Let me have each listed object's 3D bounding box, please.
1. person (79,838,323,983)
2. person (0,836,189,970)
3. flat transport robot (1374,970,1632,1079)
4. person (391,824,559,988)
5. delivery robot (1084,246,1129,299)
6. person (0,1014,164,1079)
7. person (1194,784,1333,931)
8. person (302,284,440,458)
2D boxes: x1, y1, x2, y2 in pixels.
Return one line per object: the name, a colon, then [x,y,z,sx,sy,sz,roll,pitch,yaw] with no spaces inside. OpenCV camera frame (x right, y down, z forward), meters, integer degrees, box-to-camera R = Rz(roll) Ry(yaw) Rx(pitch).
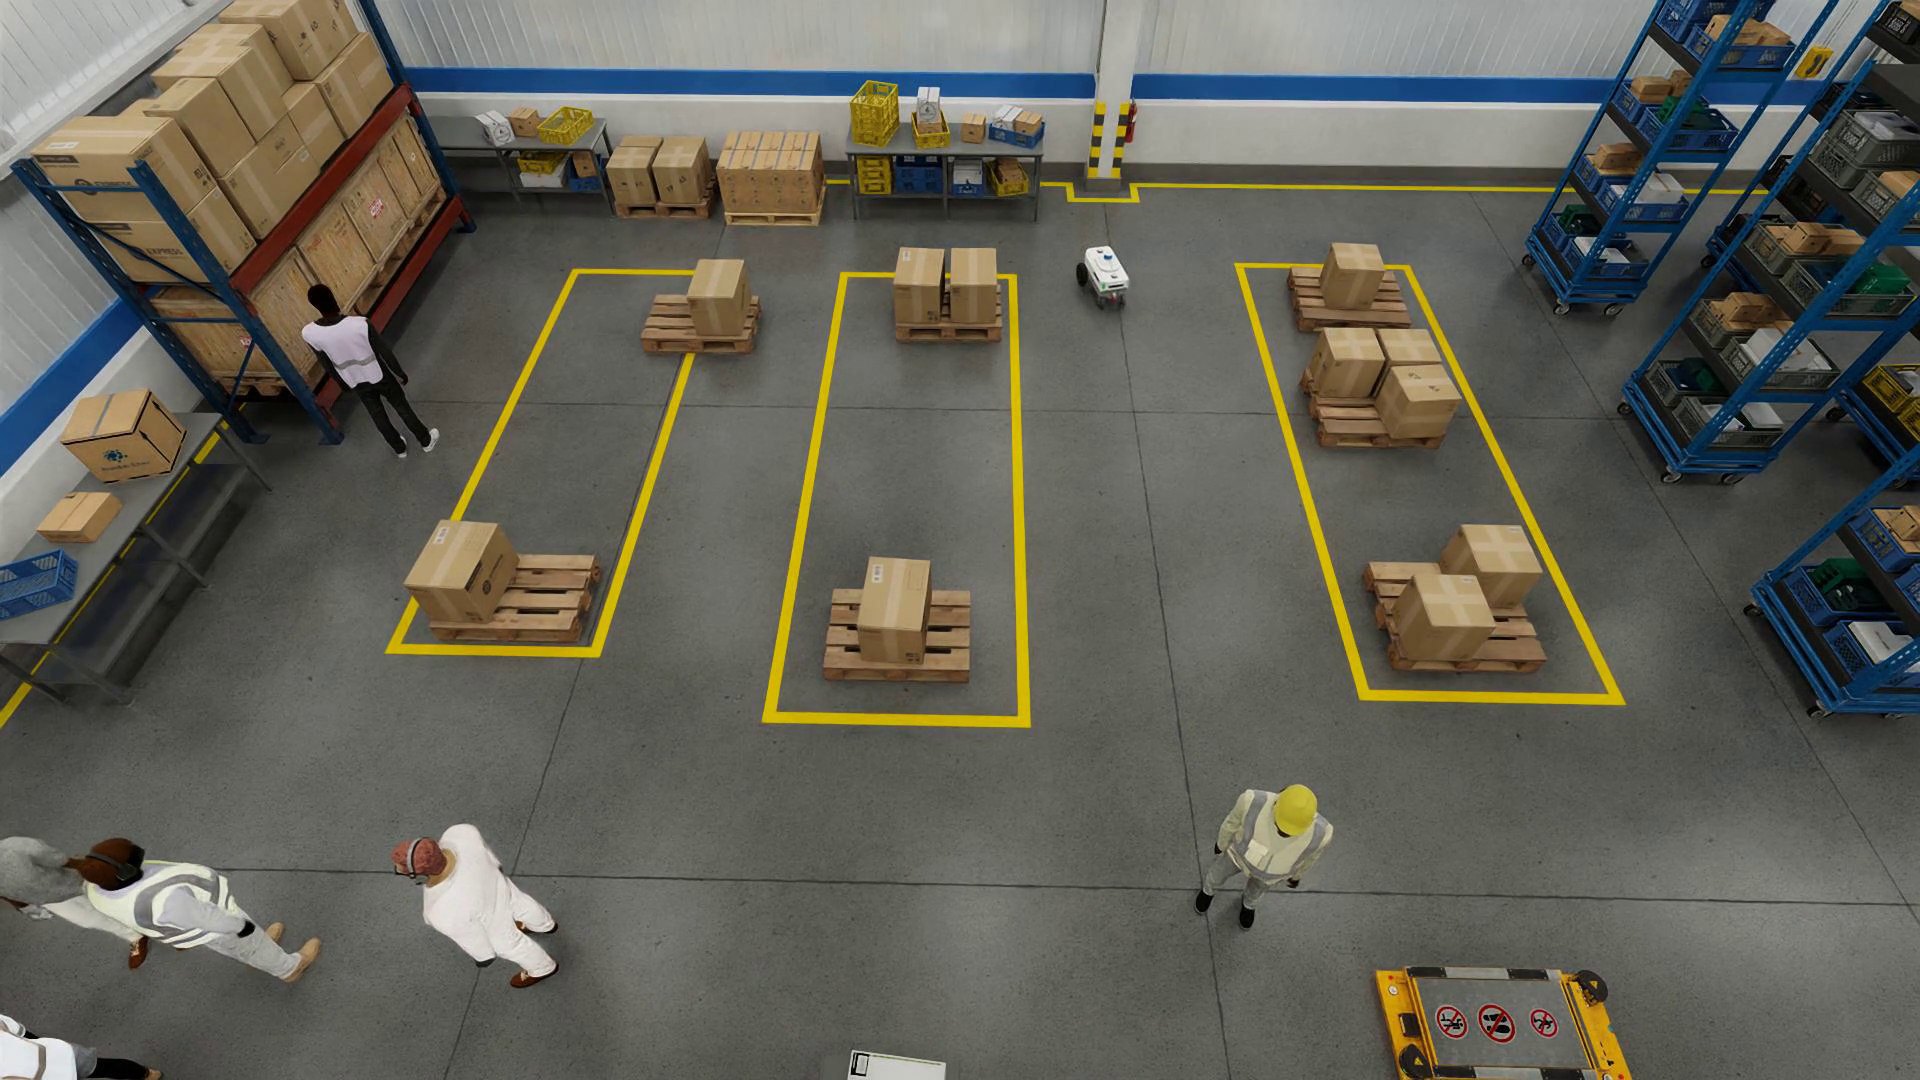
person: [-4.637,2.282,5.608,0.628,1.835,0.429,13,52,11]
person: [-5.523,2.195,5.668,0.534,1.854,0.353,-12,52,-10]
flat transport robot: [3.501,3.133,5.914,1.431,0.197,0.652,1,51,1]
person: [-2.922,2.250,5.586,0.407,1.906,0.655,-11,52,-9]
delivery robot: [1.724,-3.174,10.815,0.477,0.478,0.707,-10,52,-8]
person: [-5.094,3.010,5.100,0.318,1.697,0.535,-27,56,-20]
person: [1.912,2.013,5.826,0.586,1.833,0.403,18,53,14]
person: [-5.602,-1.555,8.681,0.597,1.916,0.372,-13,52,-11]
